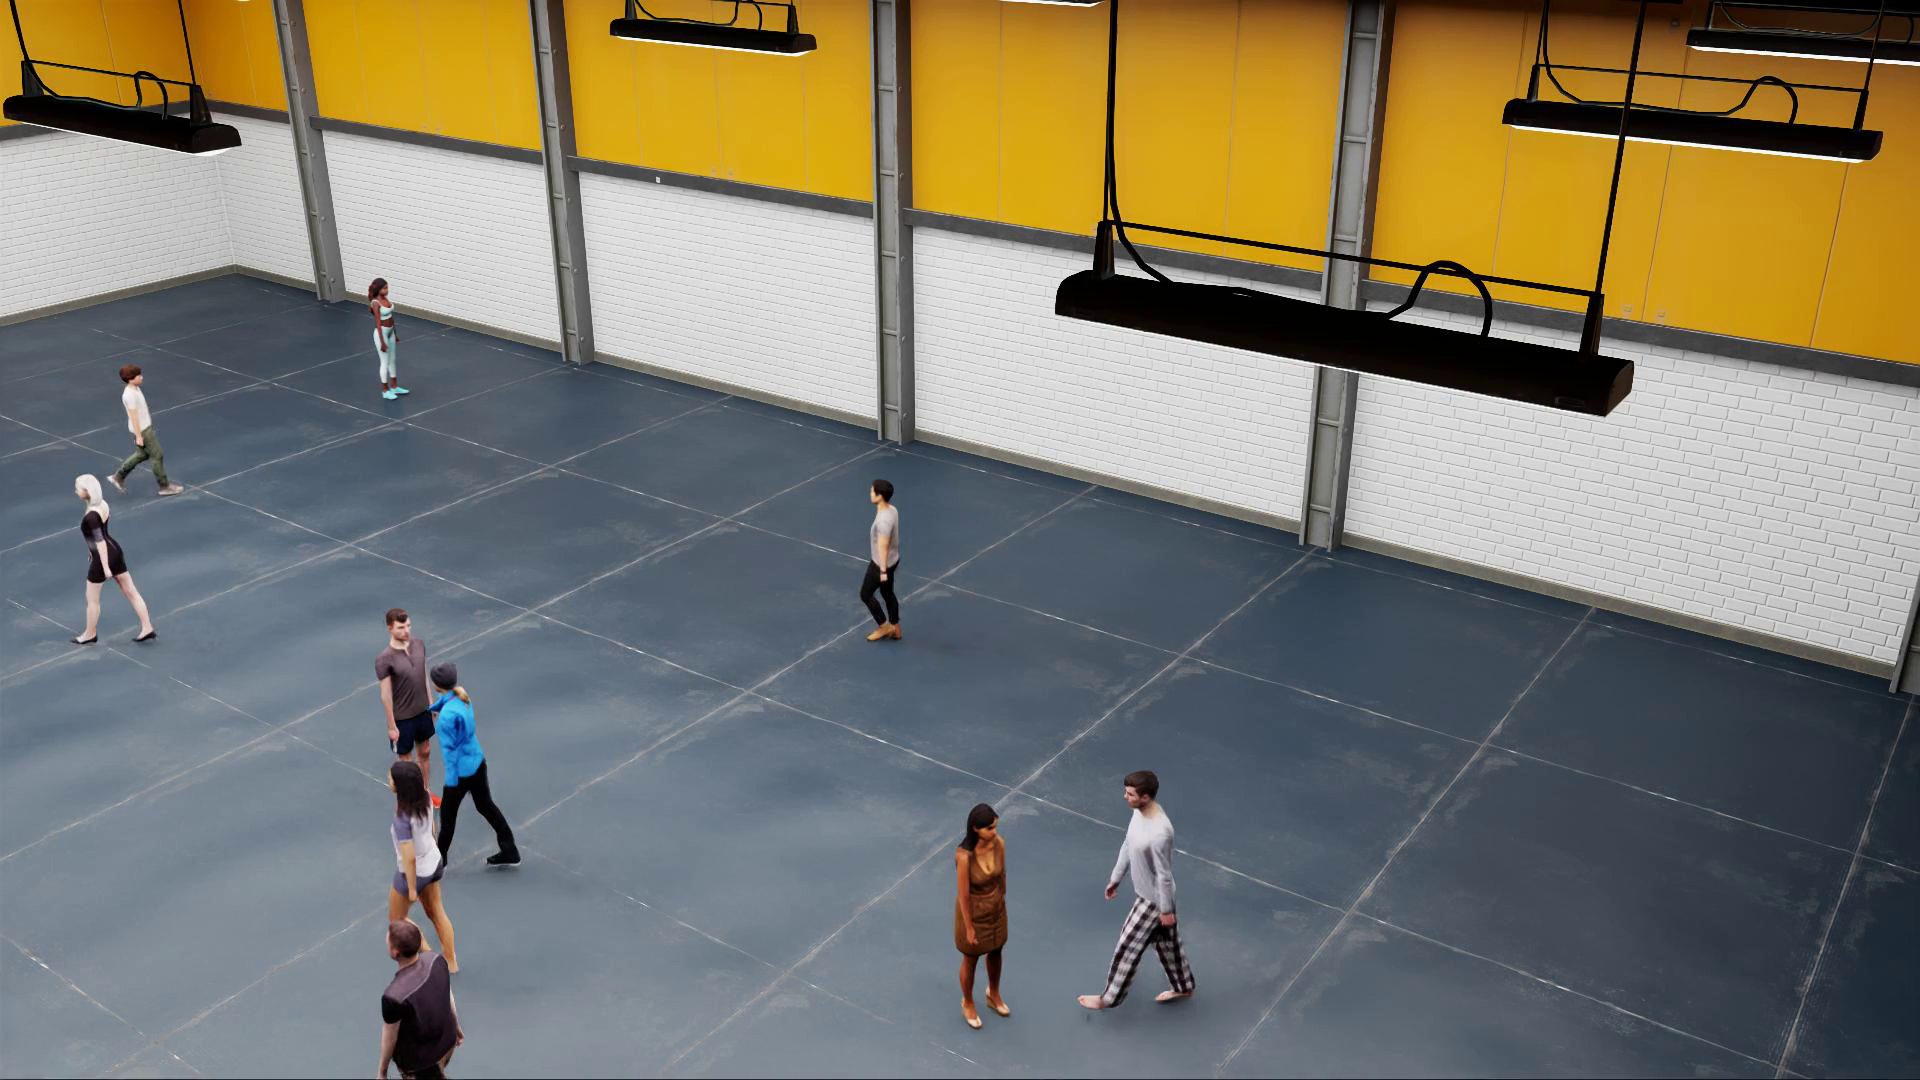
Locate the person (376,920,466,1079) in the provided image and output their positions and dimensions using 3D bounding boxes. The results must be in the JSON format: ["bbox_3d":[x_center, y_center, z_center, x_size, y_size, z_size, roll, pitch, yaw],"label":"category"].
[{"bbox_3d":[-3.045,3.038,9.717,1.265,1.792,0.933,7,25,16],"label":"person"}]

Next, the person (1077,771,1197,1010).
[{"bbox_3d":[1.396,2.369,11.223,1.161,1.811,1.065,-3,24,-7],"label":"person"}]

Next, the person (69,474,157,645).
[{"bbox_3d":[-8.183,0.213,16.173,1.096,1.798,1.004,-2,24,-4],"label":"person"}]

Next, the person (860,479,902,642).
[{"bbox_3d":[-0.669,0.221,16.264,0.737,1.709,0.719,4,24,9],"label":"person"}]

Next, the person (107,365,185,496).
[{"bbox_3d":[-9.830,-1.282,19.796,0.989,1.635,1.050,-9,25,-20],"label":"person"}]

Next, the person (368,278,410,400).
[{"bbox_3d":[-8.028,-2.828,23.223,0.661,1.723,0.647,4,24,9],"label":"person"}]

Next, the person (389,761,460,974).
[{"bbox_3d":[-3.658,2.300,11.494,0.740,1.720,0.711,4,24,9],"label":"person"}]

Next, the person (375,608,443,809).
[{"bbox_3d":[-4.441,1.390,13.412,0.573,1.852,0.680,12,26,25],"label":"person"}]

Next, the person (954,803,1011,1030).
[{"bbox_3d":[0.113,2.491,11.103,0.623,1.684,0.603,-19,30,-36],"label":"person"}]

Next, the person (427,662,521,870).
[{"bbox_3d":[-3.686,1.767,12.667,1.186,1.758,1.002,2,24,5],"label":"person"}]
